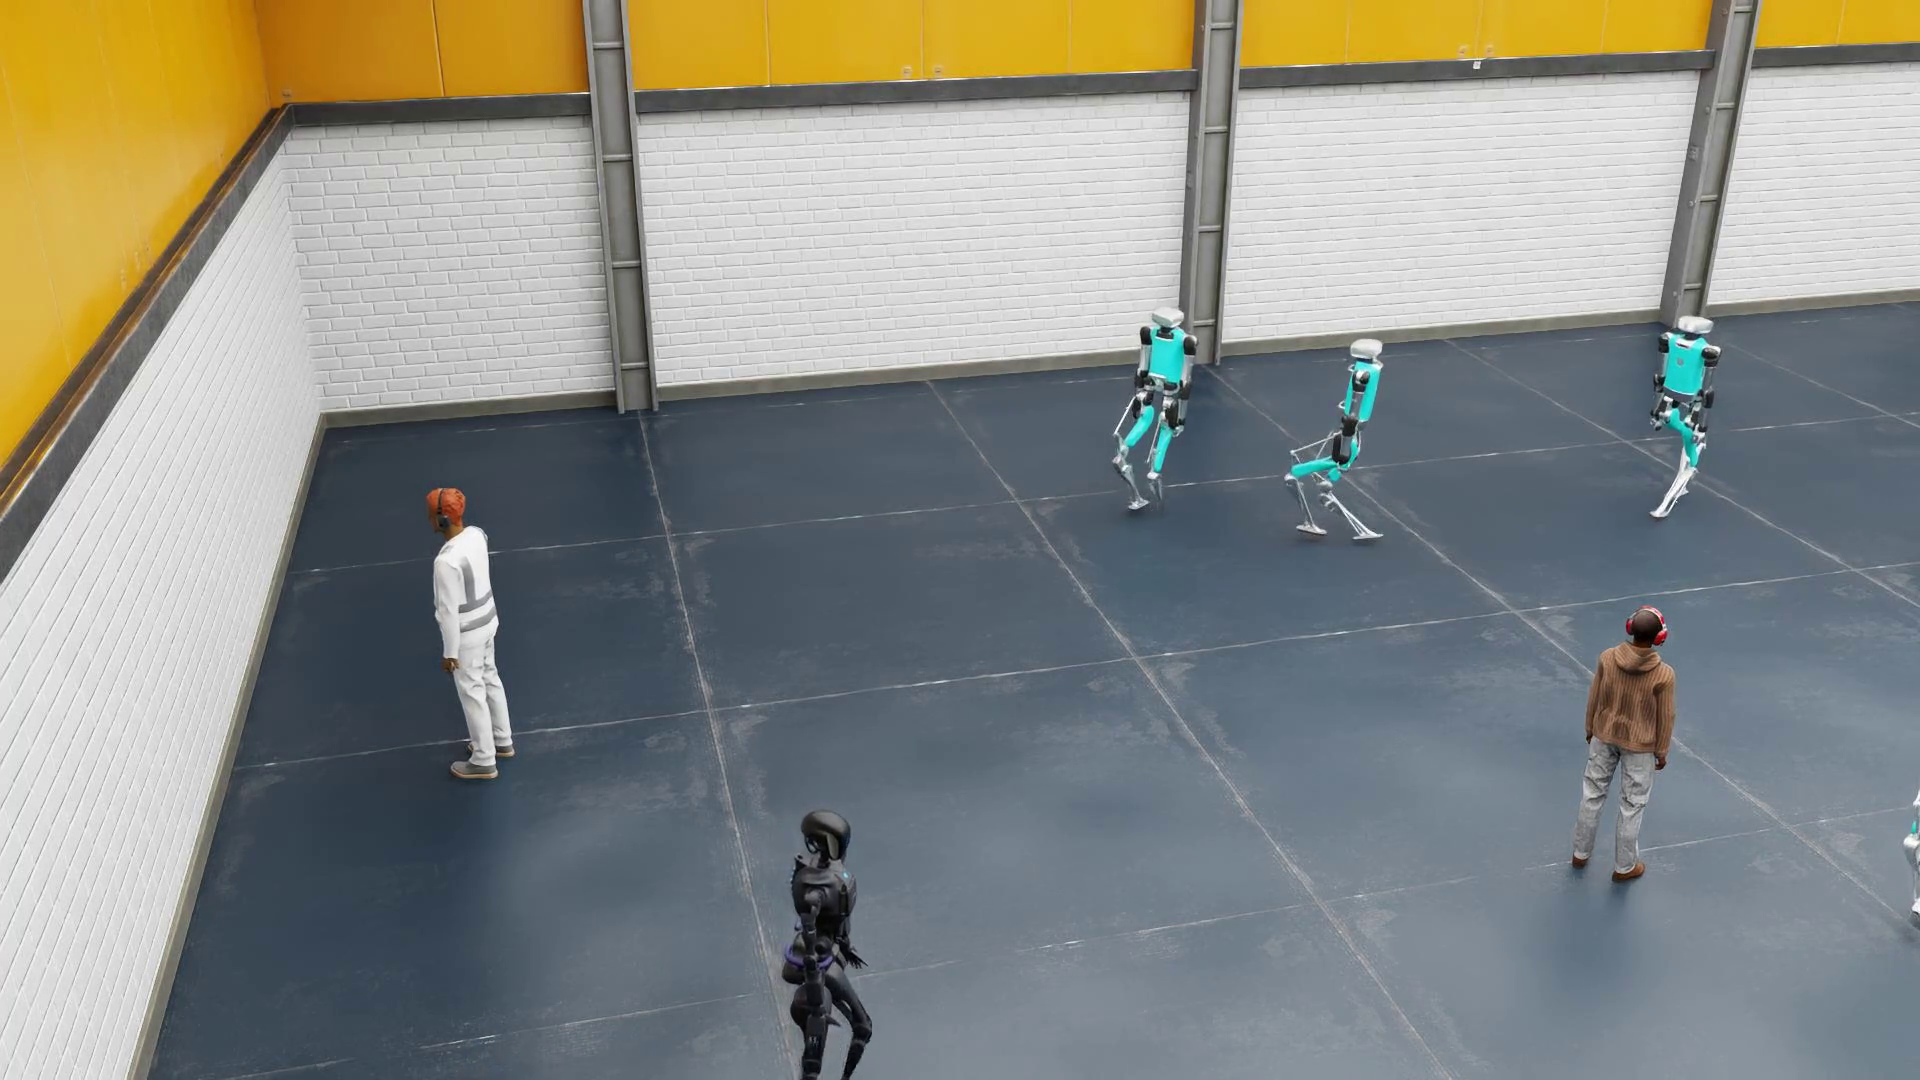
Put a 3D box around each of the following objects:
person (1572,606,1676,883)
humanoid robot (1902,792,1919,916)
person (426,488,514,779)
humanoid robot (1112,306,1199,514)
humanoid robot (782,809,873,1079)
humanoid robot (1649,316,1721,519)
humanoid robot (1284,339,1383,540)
[{"bbox_3d":[3.633,1.119,9.100,0.462,1.651,0.333,19,30,36],"label":"person"},{"bbox_3d":[5.257,1.282,8.661,0.854,1.796,0.543,-20,31,-37],"label":"humanoid robot"},{"bbox_3d":[-2.986,0.562,10.097,0.353,1.878,0.565,2,24,4],"label":"person"},{"bbox_3d":[1.562,-0.993,13.829,0.539,1.805,0.790,18,29,35],"label":"humanoid robot"},{"bbox_3d":[-0.581,1.899,7.302,0.457,1.641,0.598,3,24,8],"label":"humanoid robot"},{"bbox_3d":[6.112,-1.054,13.927,0.975,1.733,0.541,-16,28,-32],"label":"humanoid robot"},{"bbox_3d":[2.976,-0.762,13.281,0.921,1.764,0.538,10,26,22],"label":"humanoid robot"}]
